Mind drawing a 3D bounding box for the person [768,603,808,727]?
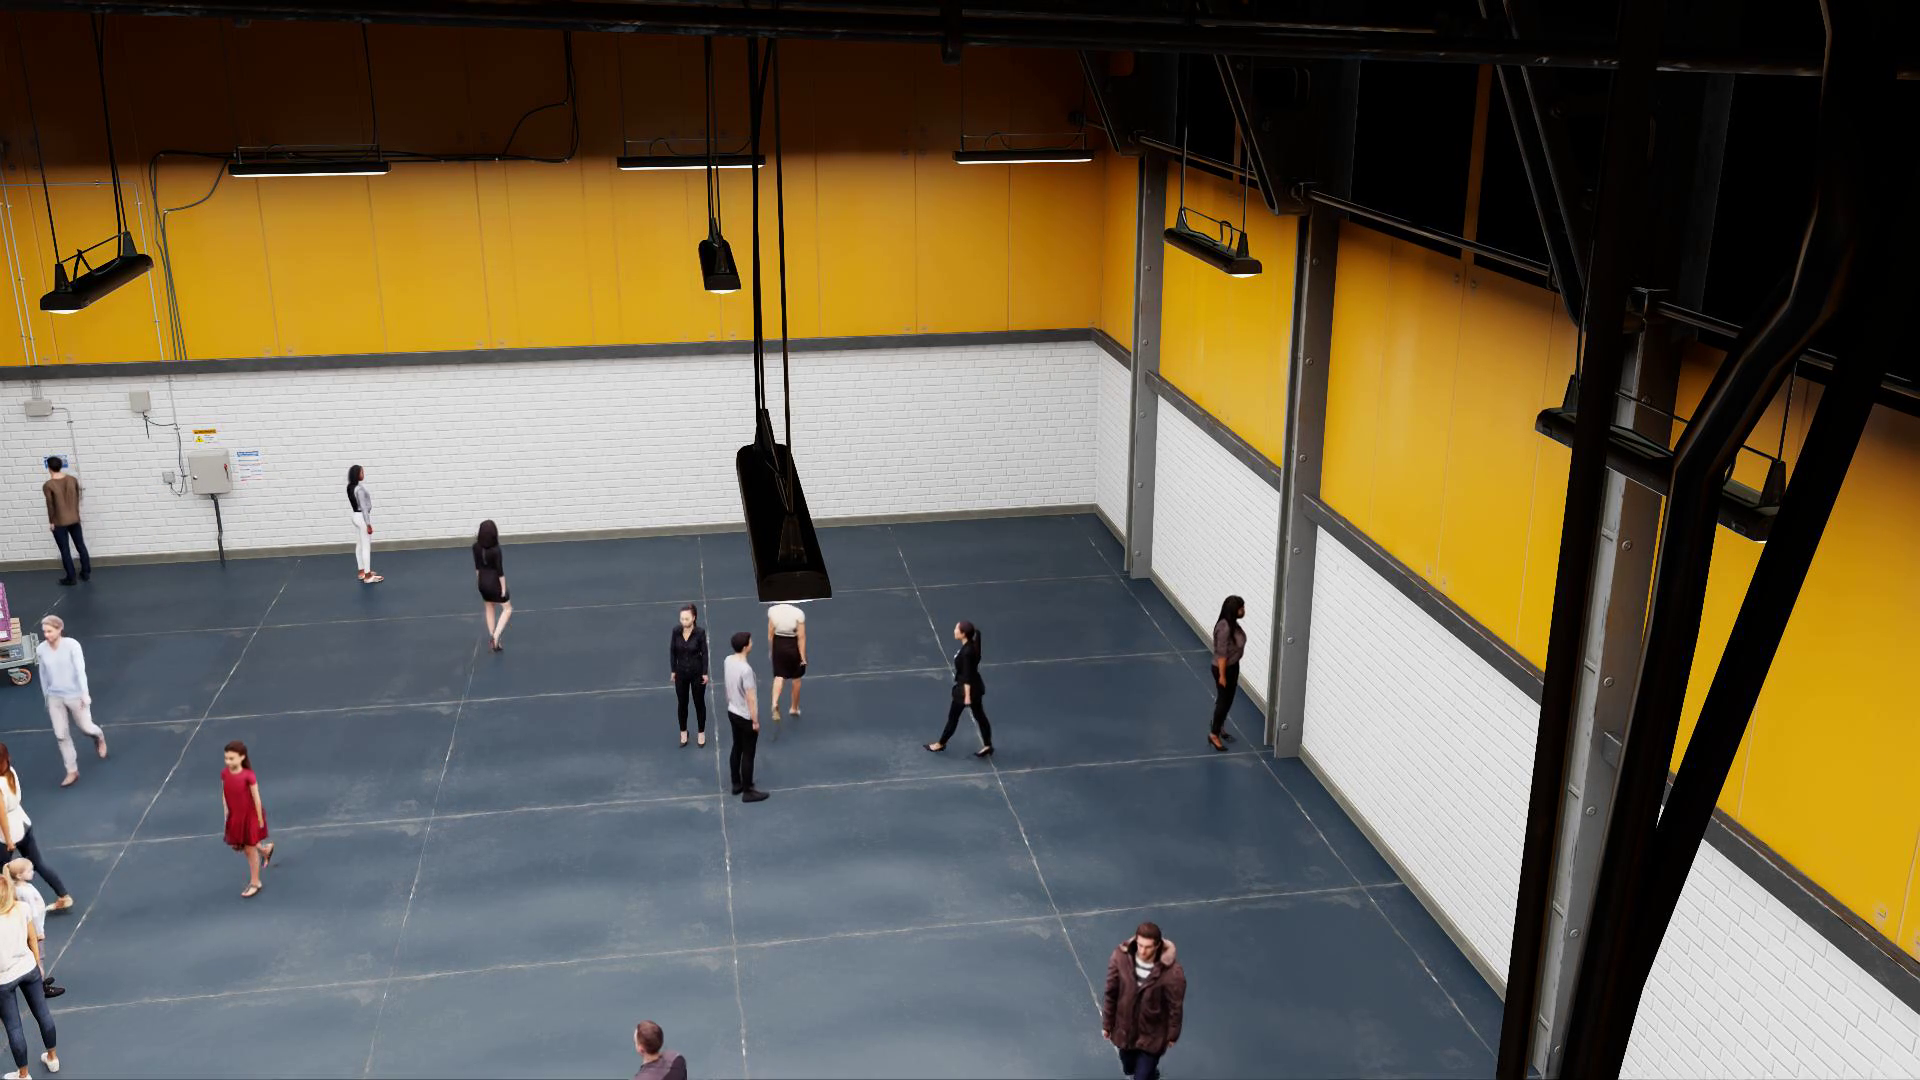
[{"bbox_3d":[-2.018,1.347,19.200,0.849,1.737,1.039,5,19,13],"label":"person"}]

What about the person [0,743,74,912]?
[{"bbox_3d":[-8.573,2.678,15.244,0.728,1.738,1.045,-1,19,-3],"label":"person"}]

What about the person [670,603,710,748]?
[{"bbox_3d":[-3.039,1.525,18.706,0.626,1.714,0.573,2,19,6],"label":"person"}]

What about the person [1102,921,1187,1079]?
[{"bbox_3d":[1.376,3.601,12.380,1.159,1.817,1.252,11,21,29],"label":"person"}]

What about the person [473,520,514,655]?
[{"bbox_3d":[-6.019,0.644,21.200,0.762,1.792,0.827,6,20,18],"label":"person"}]

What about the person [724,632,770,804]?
[{"bbox_3d":[-2.296,1.846,17.518,0.800,1.863,0.650,-13,23,-34],"label":"person"}]

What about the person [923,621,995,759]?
[{"bbox_3d":[0.185,1.687,18.362,0.945,1.627,1.041,5,19,15],"label":"person"}]

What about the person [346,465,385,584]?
[{"bbox_3d":[-8.622,-0.252,23.967,0.731,1.724,0.608,-13,23,-34],"label":"person"}]

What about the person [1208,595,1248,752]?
[{"bbox_3d":[2.973,1.467,18.695,0.828,1.831,0.726,6,20,18],"label":"person"}]

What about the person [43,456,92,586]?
[{"bbox_3d":[-12.809,-0.290,23.824,0.796,1.888,0.719,11,21,29],"label":"person"}]

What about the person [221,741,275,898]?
[{"bbox_3d":[-6.763,2.588,15.824,0.732,1.539,0.891,5,19,14],"label":"person"}]

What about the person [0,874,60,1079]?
[{"bbox_3d":[-7.355,3.410,12.959,0.720,1.809,0.645,11,22,30],"label":"person"}]

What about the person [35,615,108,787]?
[{"bbox_3d":[-9.616,1.679,17.995,0.699,1.876,1.029,-2,19,-5],"label":"person"}]

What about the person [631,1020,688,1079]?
[{"bbox_3d":[-1.927,4.031,11.089,0.875,1.826,0.804,11,22,30],"label":"person"}]

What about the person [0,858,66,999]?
[{"bbox_3d":[-7.917,3.289,14.152,0.564,1.278,0.638,17,25,41],"label":"person"}]
